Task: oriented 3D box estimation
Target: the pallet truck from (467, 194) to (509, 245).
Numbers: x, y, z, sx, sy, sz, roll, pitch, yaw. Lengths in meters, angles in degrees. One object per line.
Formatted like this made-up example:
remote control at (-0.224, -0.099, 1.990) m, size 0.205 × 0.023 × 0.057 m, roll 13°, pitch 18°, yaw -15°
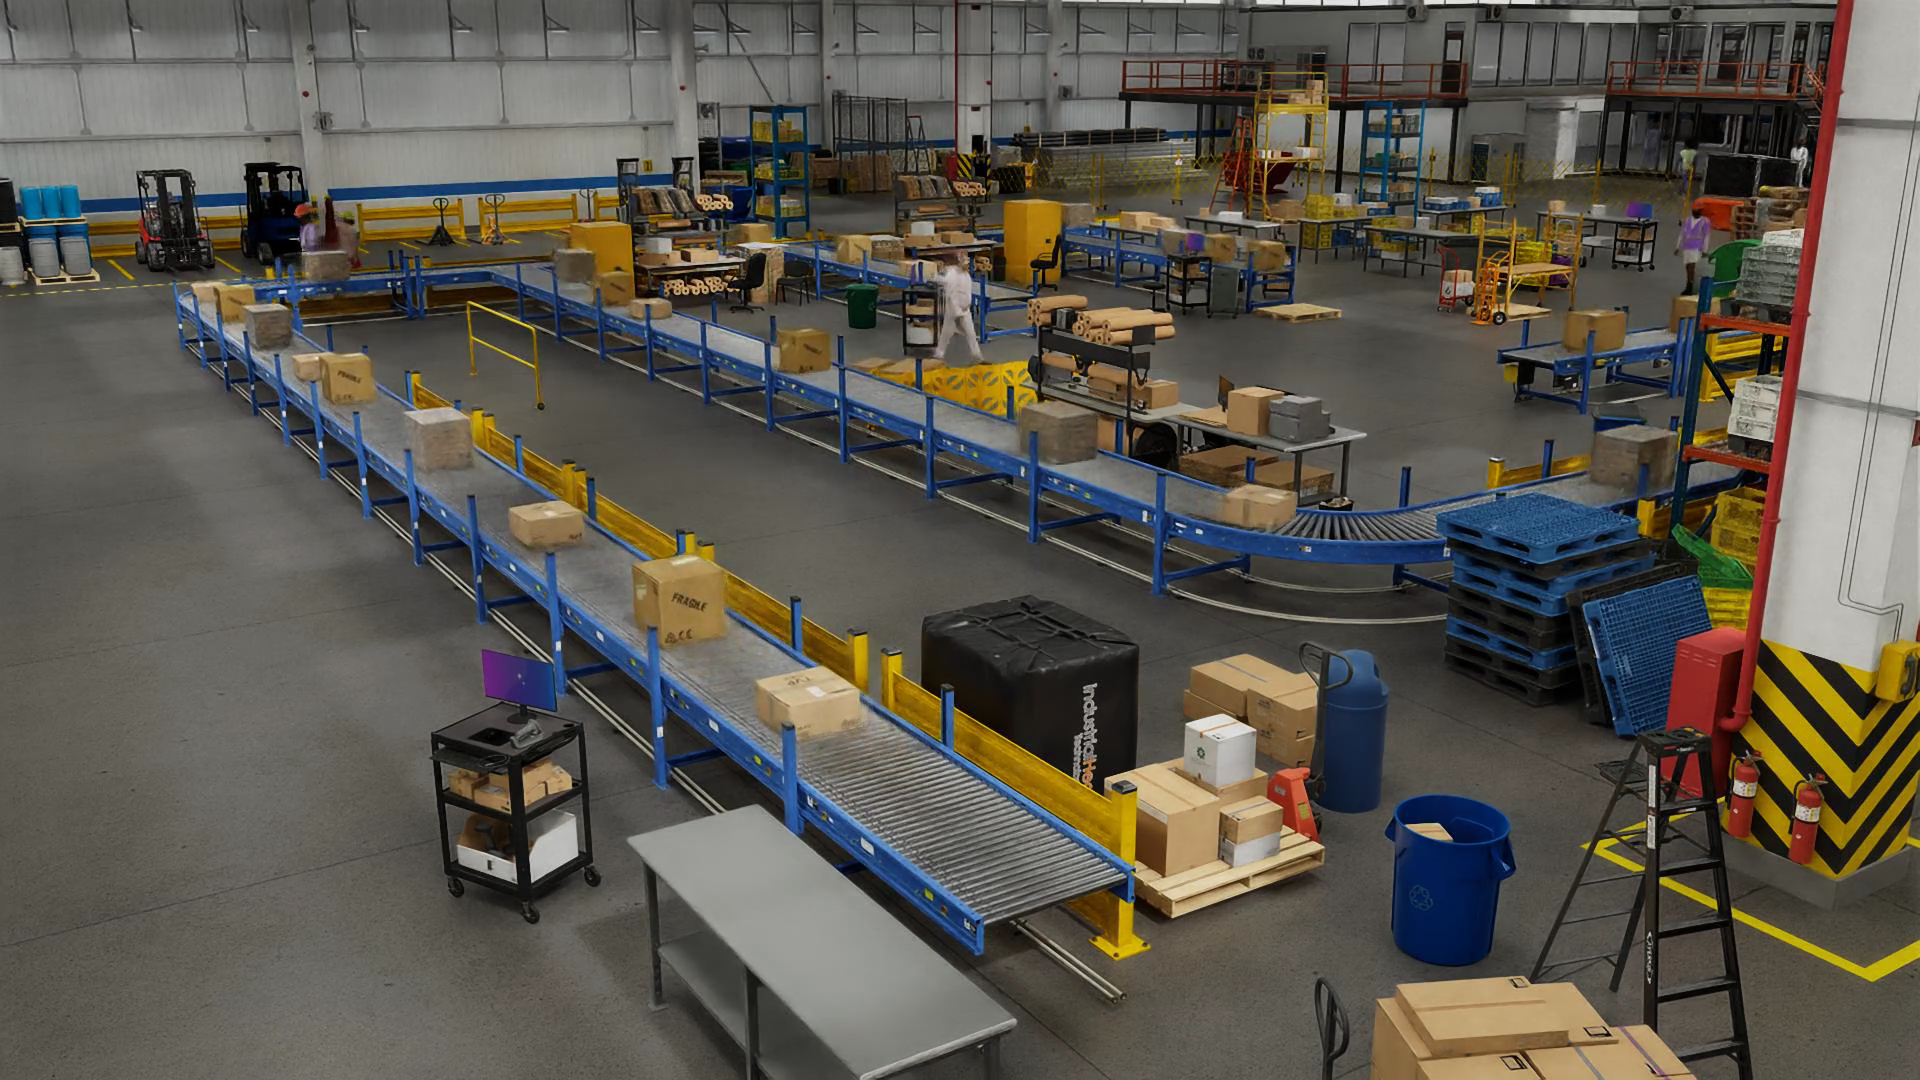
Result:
pallet truck at (-11.983, -8.177, 42.137) m, size 0.704 × 1.261 × 1.522 m, roll -11°, pitch 20°, yaw -33°

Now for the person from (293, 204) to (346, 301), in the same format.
person at (-12.282, -5.389, 31.651) m, size 0.921 × 2.010 × 0.609 m, roll -15°, pitch 22°, yaw -41°

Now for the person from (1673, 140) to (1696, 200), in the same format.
person at (23.354, -11.960, 53.726) m, size 0.613 × 1.866 × 0.984 m, roll -4°, pitch 17°, yaw -13°

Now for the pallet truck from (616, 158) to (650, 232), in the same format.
pallet truck at (-8.918, -9.176, 44.255) m, size 0.823 × 1.965 × 1.885 m, roll -9°, pitch 19°, yaw -27°

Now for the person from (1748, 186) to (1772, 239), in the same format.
person at (18.704, -7.422, 38.916) m, size 0.503 × 1.694 × 0.883 m, roll -5°, pitch 17°, yaw -15°

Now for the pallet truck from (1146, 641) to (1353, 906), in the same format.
pallet truck at (1.664, 1.407, 10.232) m, size 1.630 × 1.274 × 0.653 m, roll -10°, pitch 20°, yaw -31°

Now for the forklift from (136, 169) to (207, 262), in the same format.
forklift at (-17.842, -7.318, 37.559) m, size 1.157 × 1.987 × 2.680 m, roll -10°, pitch 20°, yaw -31°

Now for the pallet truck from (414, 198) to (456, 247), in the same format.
pallet truck at (-13.250, -8.060, 41.856) m, size 0.680 × 1.201 × 1.601 m, roll -10°, pitch 20°, yaw -31°

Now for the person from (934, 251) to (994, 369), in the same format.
person at (0.007, -3.541, 25.759) m, size 1.018 × 1.850 × 0.667 m, roll 10°, pitch 19°, yaw 29°

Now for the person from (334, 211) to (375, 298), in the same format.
person at (-12.126, -5.648, 32.984) m, size 0.529 × 1.724 × 0.901 m, roll 8°, pitch 19°, yaw 25°

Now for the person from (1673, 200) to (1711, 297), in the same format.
person at (14.615, -5.834, 33.293) m, size 0.819 × 1.908 × 0.566 m, roll -12°, pitch 21°, yaw -35°

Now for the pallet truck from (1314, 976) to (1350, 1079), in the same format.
pallet truck at (2.299, 2.390, 7.086) m, size 1.601 × 1.201 × 0.680 m, roll -2°, pitch 17°, yaw -7°

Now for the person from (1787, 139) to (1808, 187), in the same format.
person at (27.737, -12.344, 55.104) m, size 0.957 × 1.825 × 0.584 m, roll -16°, pitch 23°, yaw -42°

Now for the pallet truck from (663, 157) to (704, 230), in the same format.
pallet truck at (-7.586, -9.308, 44.692) m, size 0.823 × 1.965 × 1.885 m, roll -11°, pitch 20°, yaw -33°

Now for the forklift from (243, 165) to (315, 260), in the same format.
forklift at (-15.898, -7.669, 38.708) m, size 1.157 × 1.987 × 2.680 m, roll -11°, pitch 20°, yaw -33°

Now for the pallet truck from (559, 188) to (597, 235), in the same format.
pallet truck at (-10.010, -8.652, 43.699) m, size 0.653 × 1.274 × 1.630 m, roll -10°, pitch 20°, yaw -31°
